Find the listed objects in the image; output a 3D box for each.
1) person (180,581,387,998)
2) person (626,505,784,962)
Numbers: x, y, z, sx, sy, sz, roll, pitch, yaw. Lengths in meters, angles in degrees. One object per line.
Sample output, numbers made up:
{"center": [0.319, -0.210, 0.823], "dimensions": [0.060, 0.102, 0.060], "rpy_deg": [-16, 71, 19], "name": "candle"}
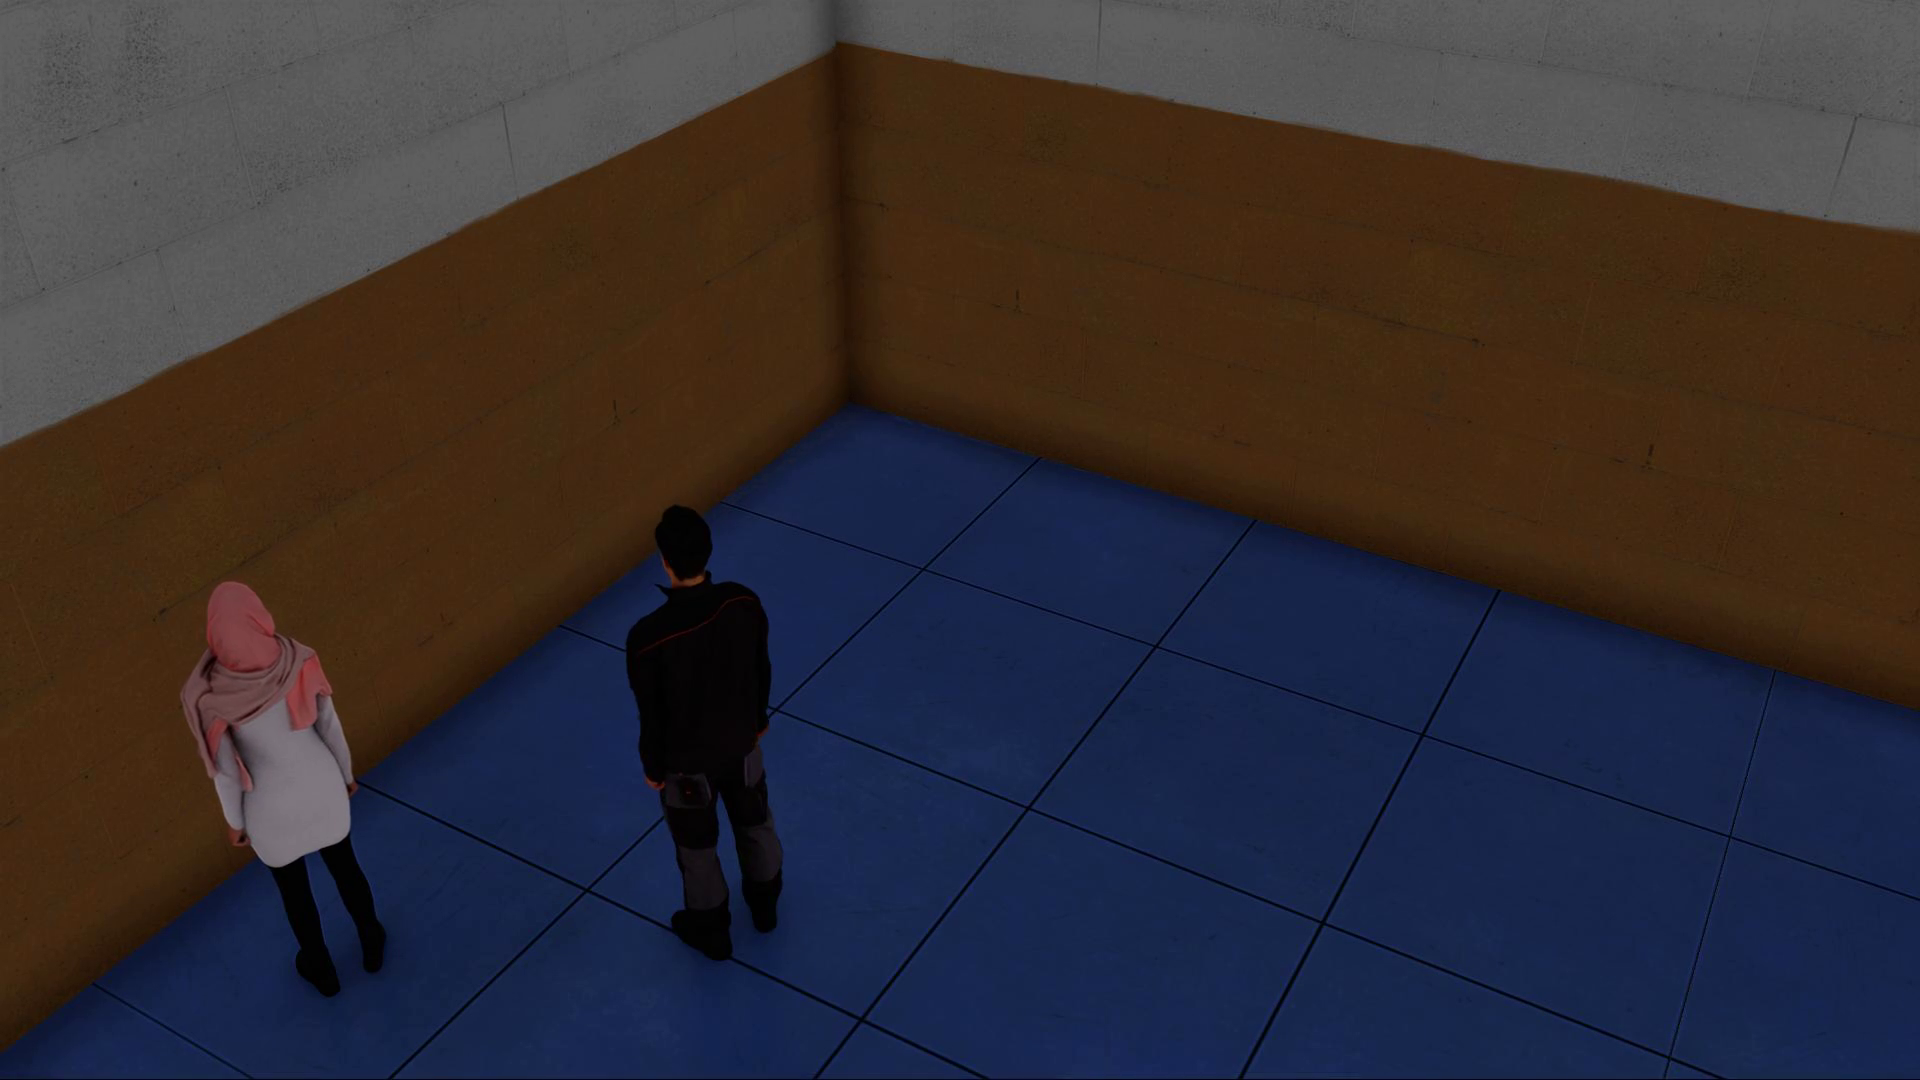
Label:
{"center": [-2.401, 0.909, 5.961], "dimensions": [0.659, 1.803, 0.781], "rpy_deg": [-22, 40, -30], "name": "person"}
{"center": [-0.925, 0.730, 6.102], "dimensions": [0.686, 1.945, 0.845], "rpy_deg": [-23, 40, -30], "name": "person"}
